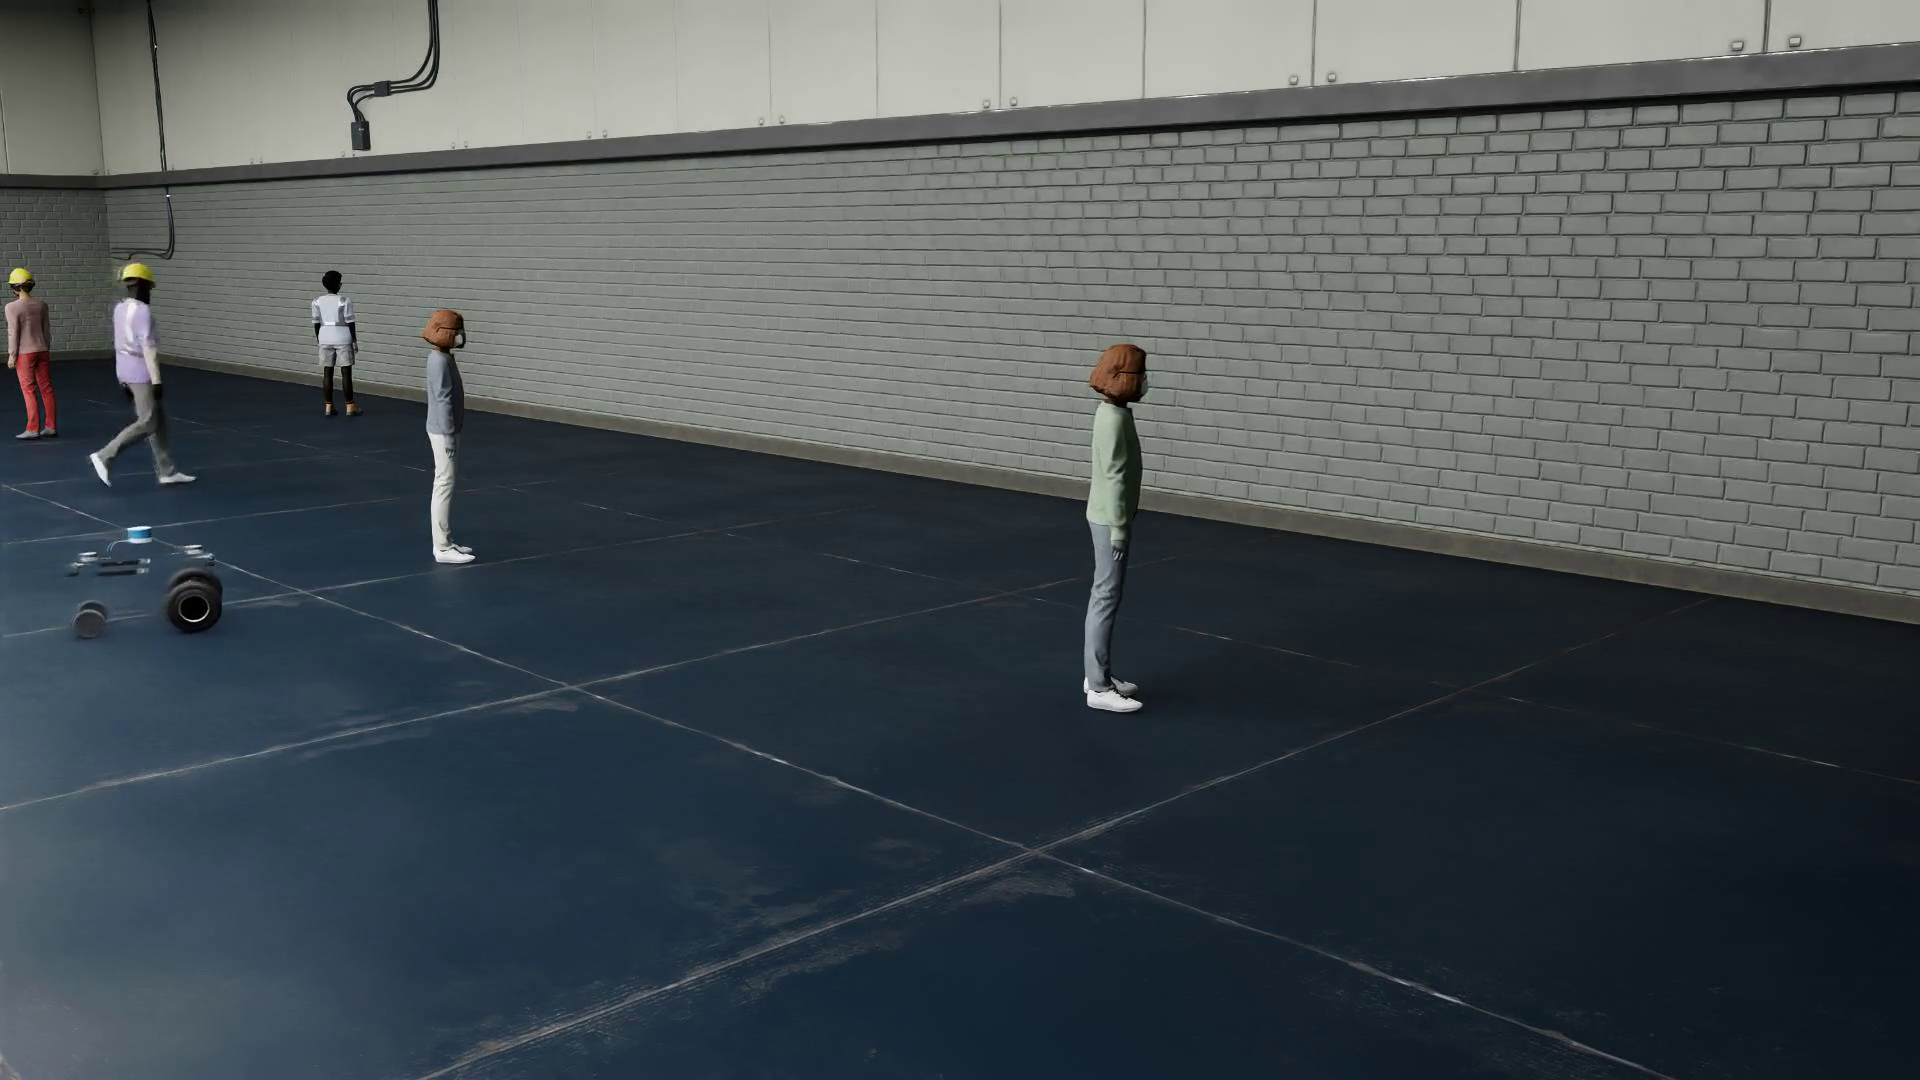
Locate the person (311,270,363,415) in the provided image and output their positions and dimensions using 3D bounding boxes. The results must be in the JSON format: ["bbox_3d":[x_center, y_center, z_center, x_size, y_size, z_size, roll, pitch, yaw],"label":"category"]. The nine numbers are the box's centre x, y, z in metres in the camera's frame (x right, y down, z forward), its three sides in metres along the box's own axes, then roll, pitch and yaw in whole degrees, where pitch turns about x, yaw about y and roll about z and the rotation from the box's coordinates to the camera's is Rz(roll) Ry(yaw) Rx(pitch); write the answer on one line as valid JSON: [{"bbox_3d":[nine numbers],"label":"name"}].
[{"bbox_3d":[-7.354,-2.321,19.619,0.531,1.698,0.320,1,10,8],"label":"person"}]

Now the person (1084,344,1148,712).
[{"bbox_3d":[0.701,-0.064,7.487,0.266,1.631,0.507,1,10,3],"label":"person"}]

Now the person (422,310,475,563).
[{"bbox_3d":[-3.332,-0.679,10.842,0.281,1.631,0.506,-3,11,-18],"label":"person"}]

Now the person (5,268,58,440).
[{"bbox_3d":[-9.708,-1.940,17.352,0.307,1.770,0.525,3,11,15],"label":"person"}]

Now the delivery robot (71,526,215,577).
[{"bbox_3d":[-4.421,0.044,8.995,0.698,0.223,0.335,-5,11,-23],"label":"delivery robot"}]

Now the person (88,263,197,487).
[{"bbox_3d":[-6.924,-1.371,13.923,0.767,1.887,0.644,-9,14,-41],"label":"person"}]
